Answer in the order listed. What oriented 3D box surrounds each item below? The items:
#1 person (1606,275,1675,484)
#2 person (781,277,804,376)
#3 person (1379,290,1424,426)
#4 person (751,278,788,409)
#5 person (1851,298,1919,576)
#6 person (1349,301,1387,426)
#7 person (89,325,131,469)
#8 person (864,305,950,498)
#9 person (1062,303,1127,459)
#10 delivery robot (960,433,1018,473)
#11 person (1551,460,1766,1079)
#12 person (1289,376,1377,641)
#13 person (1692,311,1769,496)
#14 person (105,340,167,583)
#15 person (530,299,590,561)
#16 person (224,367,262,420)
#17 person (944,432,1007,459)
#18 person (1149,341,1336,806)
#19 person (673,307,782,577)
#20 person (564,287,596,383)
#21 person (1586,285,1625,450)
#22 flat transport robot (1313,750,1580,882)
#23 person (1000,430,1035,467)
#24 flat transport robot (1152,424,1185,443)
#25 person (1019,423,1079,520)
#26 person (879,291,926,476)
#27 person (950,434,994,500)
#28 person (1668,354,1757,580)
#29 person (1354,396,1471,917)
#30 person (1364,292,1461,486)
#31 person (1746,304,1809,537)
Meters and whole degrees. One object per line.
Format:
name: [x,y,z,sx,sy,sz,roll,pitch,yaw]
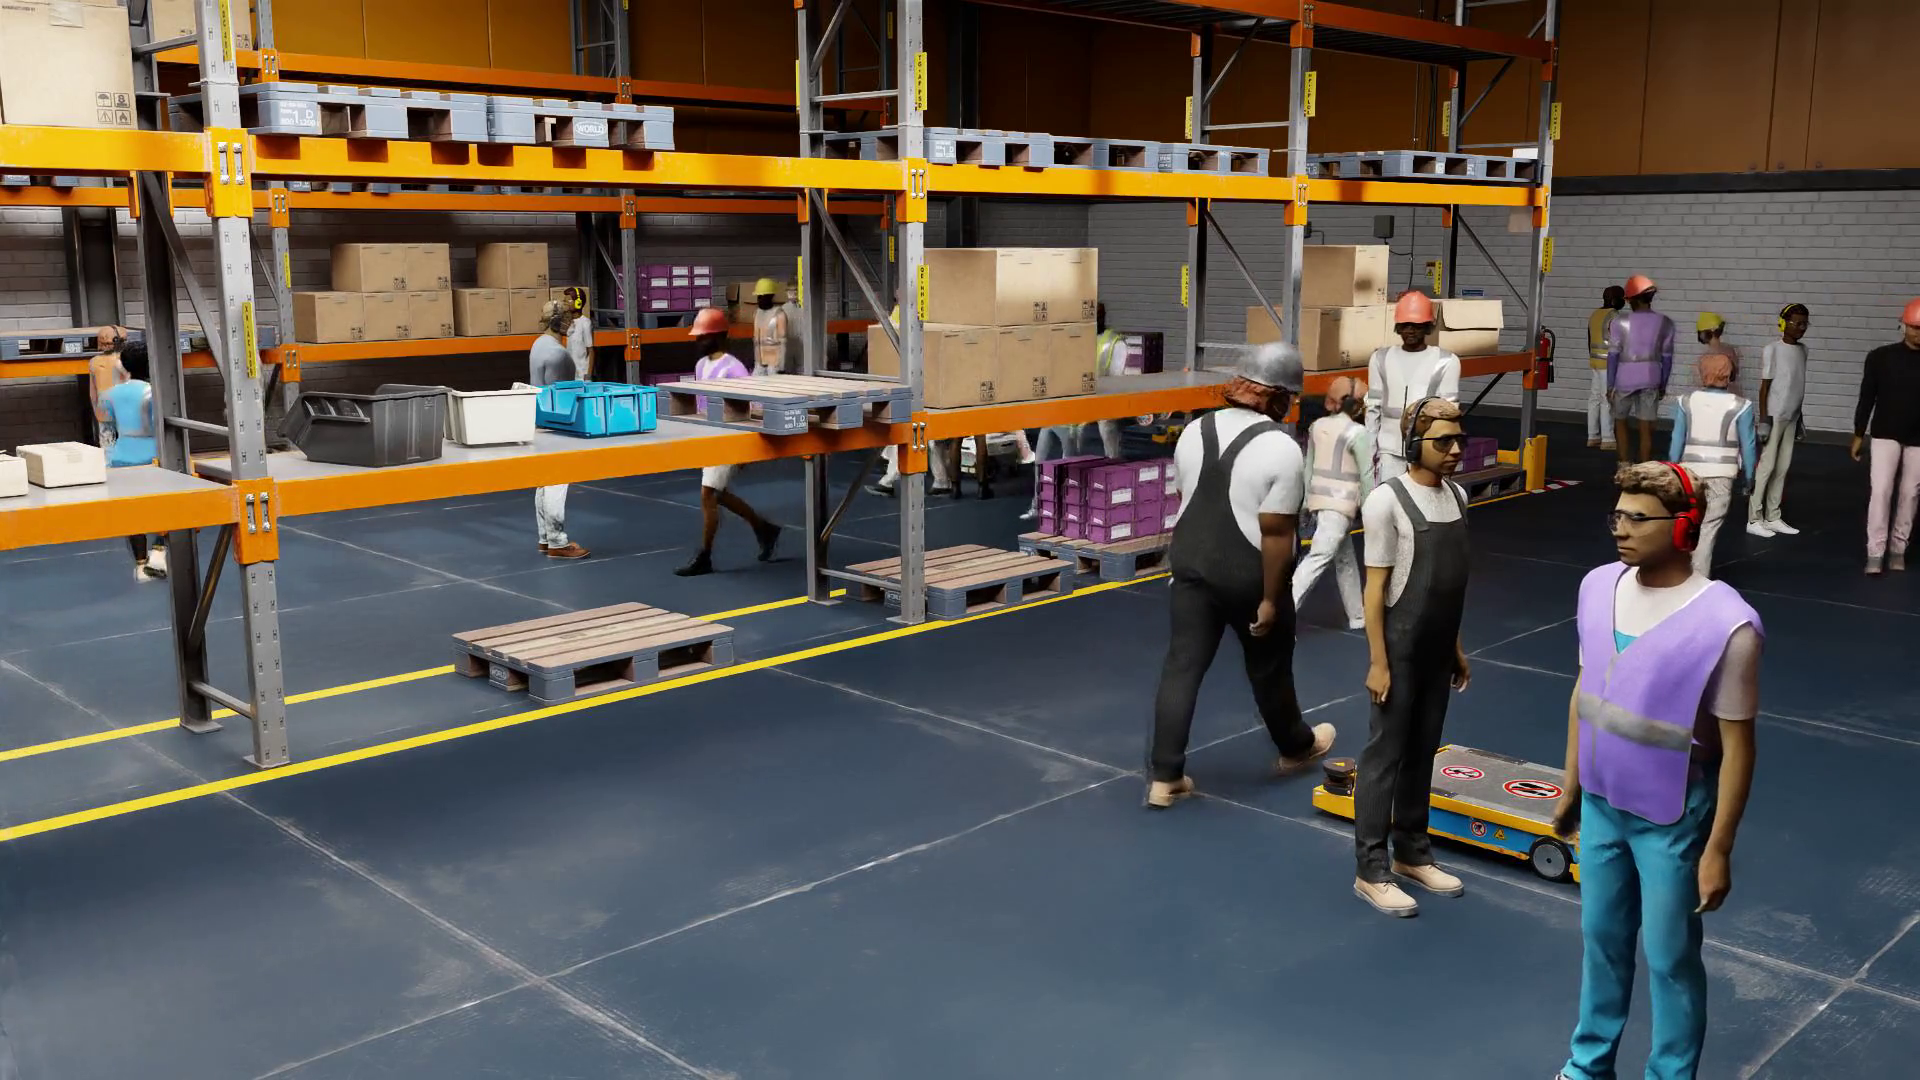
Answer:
person: [6.428,-1.489,15.791,0.627,2.021,0.632,2,11,11]
person: [-1.898,-2.187,19.896,0.626,1.919,0.489,9,14,42]
person: [4.474,-1.628,17.024,0.697,1.866,0.586,1,10,3]
person: [-2.229,-2.065,19.254,0.461,1.907,0.629,-10,14,-42]
person: [6.669,-0.708,11.718,0.649,1.954,0.893,5,11,24]
person: [4.218,-1.809,17.892,0.746,1.906,0.561,1,10,7]
person: [-7.253,-1.026,14.335,0.525,1.639,0.307,4,11,22]
person: [-0.486,-1.264,15.232,0.848,1.784,0.611,2,11,11]
person: [1.212,-1.305,15.451,0.637,1.782,0.990,8,13,36]
delivery robot: [0.258,-0.911,16.410,0.477,0.478,0.707,9,14,40]
person: [1.791,0.707,4.314,0.396,1.847,0.564,-4,11,-21]
person: [2.188,-0.188,9.907,0.907,1.589,0.504,-4,11,-20]
person: [6.878,-1.180,14.916,0.534,1.730,0.705,-7,12,-33]
person: [-5.638,-0.540,11.537,0.558,1.681,0.379,4,11,19]
person: [-3.008,-0.819,12.390,0.355,1.937,0.635,-5,11,-25]
person: [-6.641,-1.213,15.417,0.376,1.622,0.505,-10,14,-42]
person: [0.171,-1.847,17.996,1.043,1.944,0.640,-6,12,-31]
person: [1.221,0.098,7.109,0.691,2.000,1.068,10,14,43]
person: [-1.674,-0.714,11.925,0.867,1.908,0.552,-8,13,-37]
person: [-3.965,-1.694,17.347,0.335,1.873,0.521,-7,12,-32]
person: [7.338,-1.944,18.790,0.429,1.845,0.621,-1,10,-8]
flat transport robot: [2.201,1.069,6.644,0.652,0.197,1.431,-10,14,-44]
person: [0.528,-1.645,17.055,0.913,1.870,0.678,0,10,0]
flat transport robot: [2.941,-1.177,18.891,0.652,0.197,1.431,-10,14,-42]
person: [0.884,-0.985,14.216,0.810,1.597,0.508,-8,13,-37]
person: [-0.519,-1.563,16.574,0.421,1.892,0.654,-4,11,-20]
person: [0.079,-1.330,15.184,0.548,1.934,0.374,2,11,9]
person: [5.089,-0.437,11.164,0.723,1.610,0.542,-9,14,-40]
person: [1.640,0.406,5.963,0.504,1.847,0.345,-8,13,-37]
person: [2.941,-0.596,10.915,0.611,2.039,0.402,6,12,30]
person: [6.602,-0.958,13.348,0.534,1.864,0.310,-6,12,-28]
